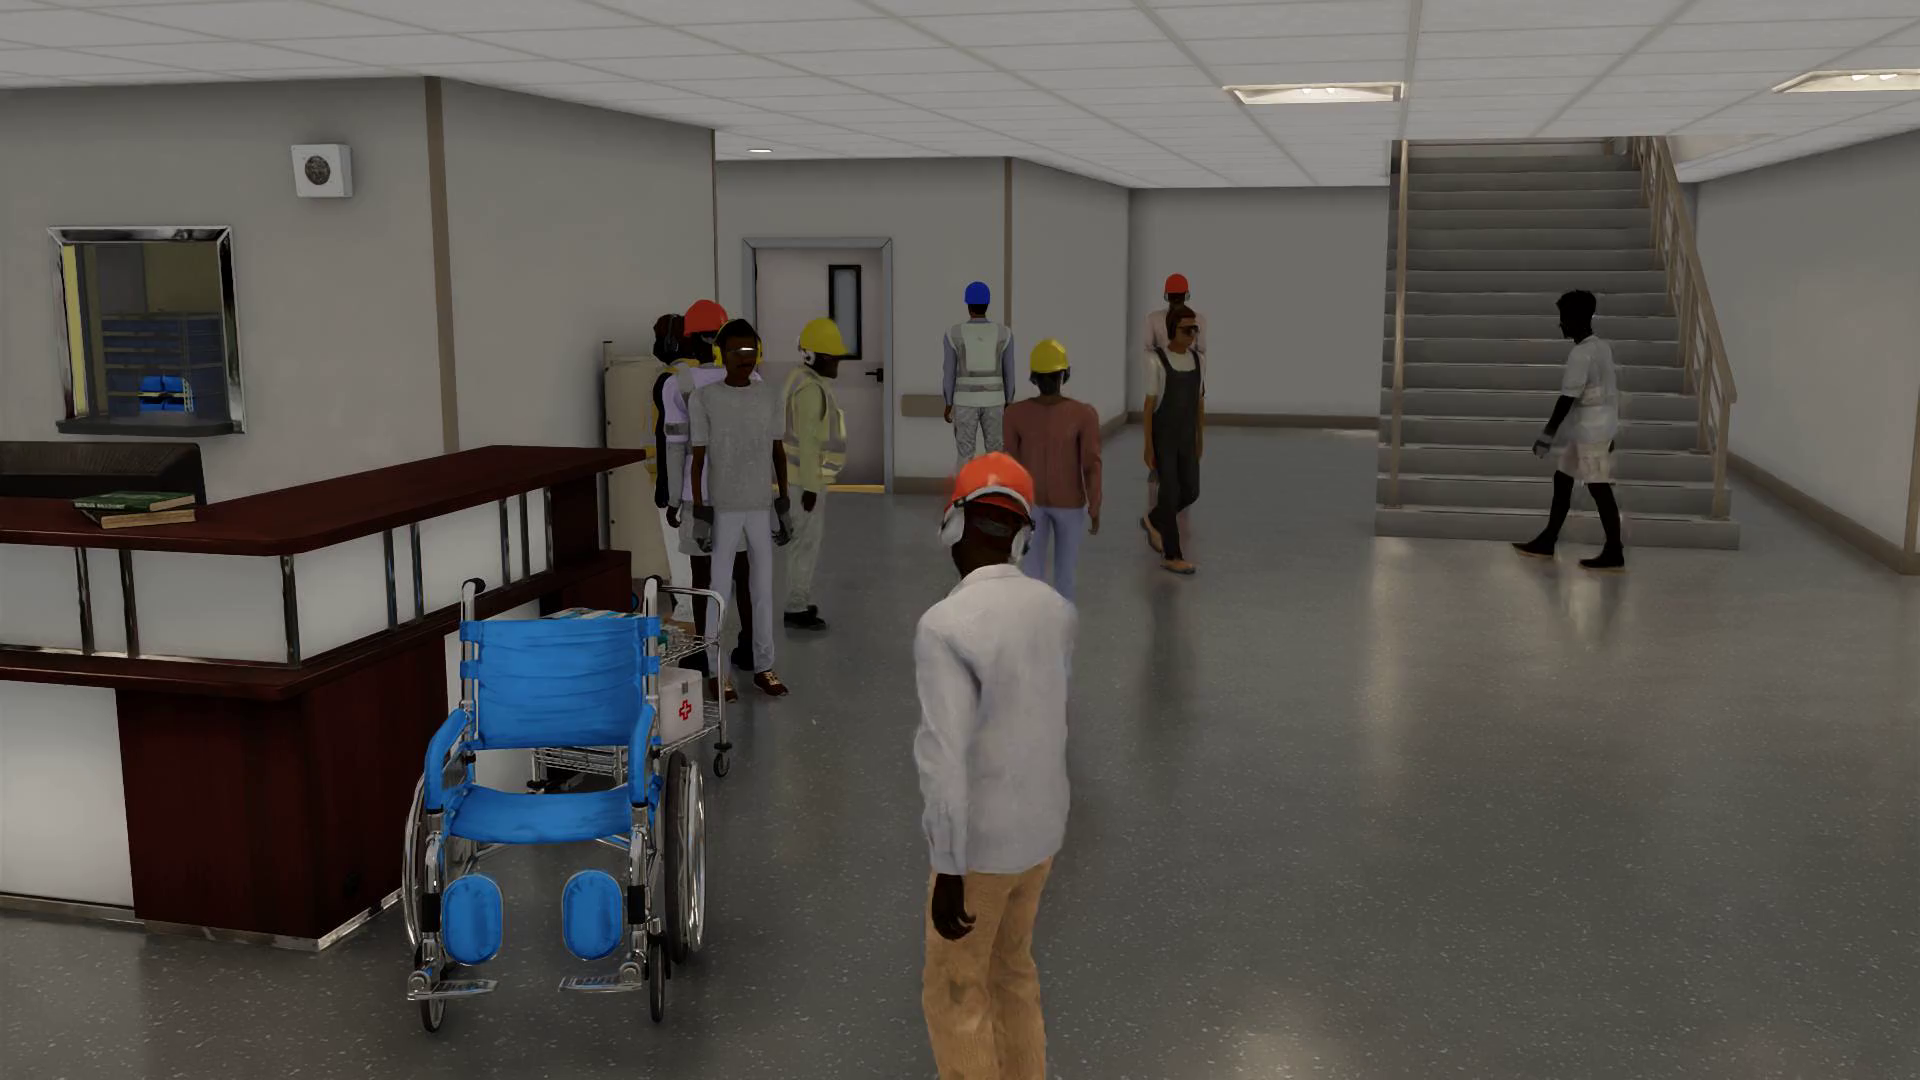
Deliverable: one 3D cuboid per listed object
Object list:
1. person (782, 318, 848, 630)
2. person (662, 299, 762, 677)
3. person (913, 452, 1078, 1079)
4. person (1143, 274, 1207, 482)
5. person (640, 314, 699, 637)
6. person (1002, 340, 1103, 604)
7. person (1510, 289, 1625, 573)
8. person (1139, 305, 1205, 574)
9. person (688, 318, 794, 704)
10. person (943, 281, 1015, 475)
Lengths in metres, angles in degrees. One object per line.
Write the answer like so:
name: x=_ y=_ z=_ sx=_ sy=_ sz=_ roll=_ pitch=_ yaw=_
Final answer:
person: x=-0.856 y=-0.386 z=9.687 sx=0.413 sy=1.810 sz=0.704 roll=-1 pitch=10 yaw=-8
person: x=-1.269 y=-0.263 z=8.568 sx=0.544 sy=1.936 sz=0.359 roll=-6 pitch=11 yaw=-30
person: x=0.044 y=0.665 z=3.784 sx=0.408 sy=1.703 sz=0.687 roll=6 pitch=11 yaw=31
person: x=2.057 y=-1.543 z=15.931 sx=0.613 sy=1.994 sz=0.395 roll=0 pitch=10 yaw=1
person: x=-1.600 y=-0.368 z=9.508 sx=0.429 sy=1.837 sz=0.629 roll=1 pitch=10 yaw=9
person: x=0.474 y=-0.186 z=8.734 sx=0.543 sy=1.711 sz=0.895 roll=1 pitch=10 yaw=8
person: x=4.190 y=-0.745 z=11.419 sx=0.907 sy=1.918 sz=0.610 roll=5 pitch=11 yaw=26
person: x=1.431 y=-0.702 z=11.467 sx=0.516 sy=1.828 sz=0.627 roll=-6 pitch=11 yaw=-30
person: x=-1.056 y=-0.141 z=8.074 sx=0.505 sy=1.864 sz=0.333 roll=-5 pitch=11 yaw=-27
person: x=0.155 y=-1.150 z=13.745 sx=0.607 sy=1.951 sz=0.381 roll=-1 pitch=10 yaw=-8
